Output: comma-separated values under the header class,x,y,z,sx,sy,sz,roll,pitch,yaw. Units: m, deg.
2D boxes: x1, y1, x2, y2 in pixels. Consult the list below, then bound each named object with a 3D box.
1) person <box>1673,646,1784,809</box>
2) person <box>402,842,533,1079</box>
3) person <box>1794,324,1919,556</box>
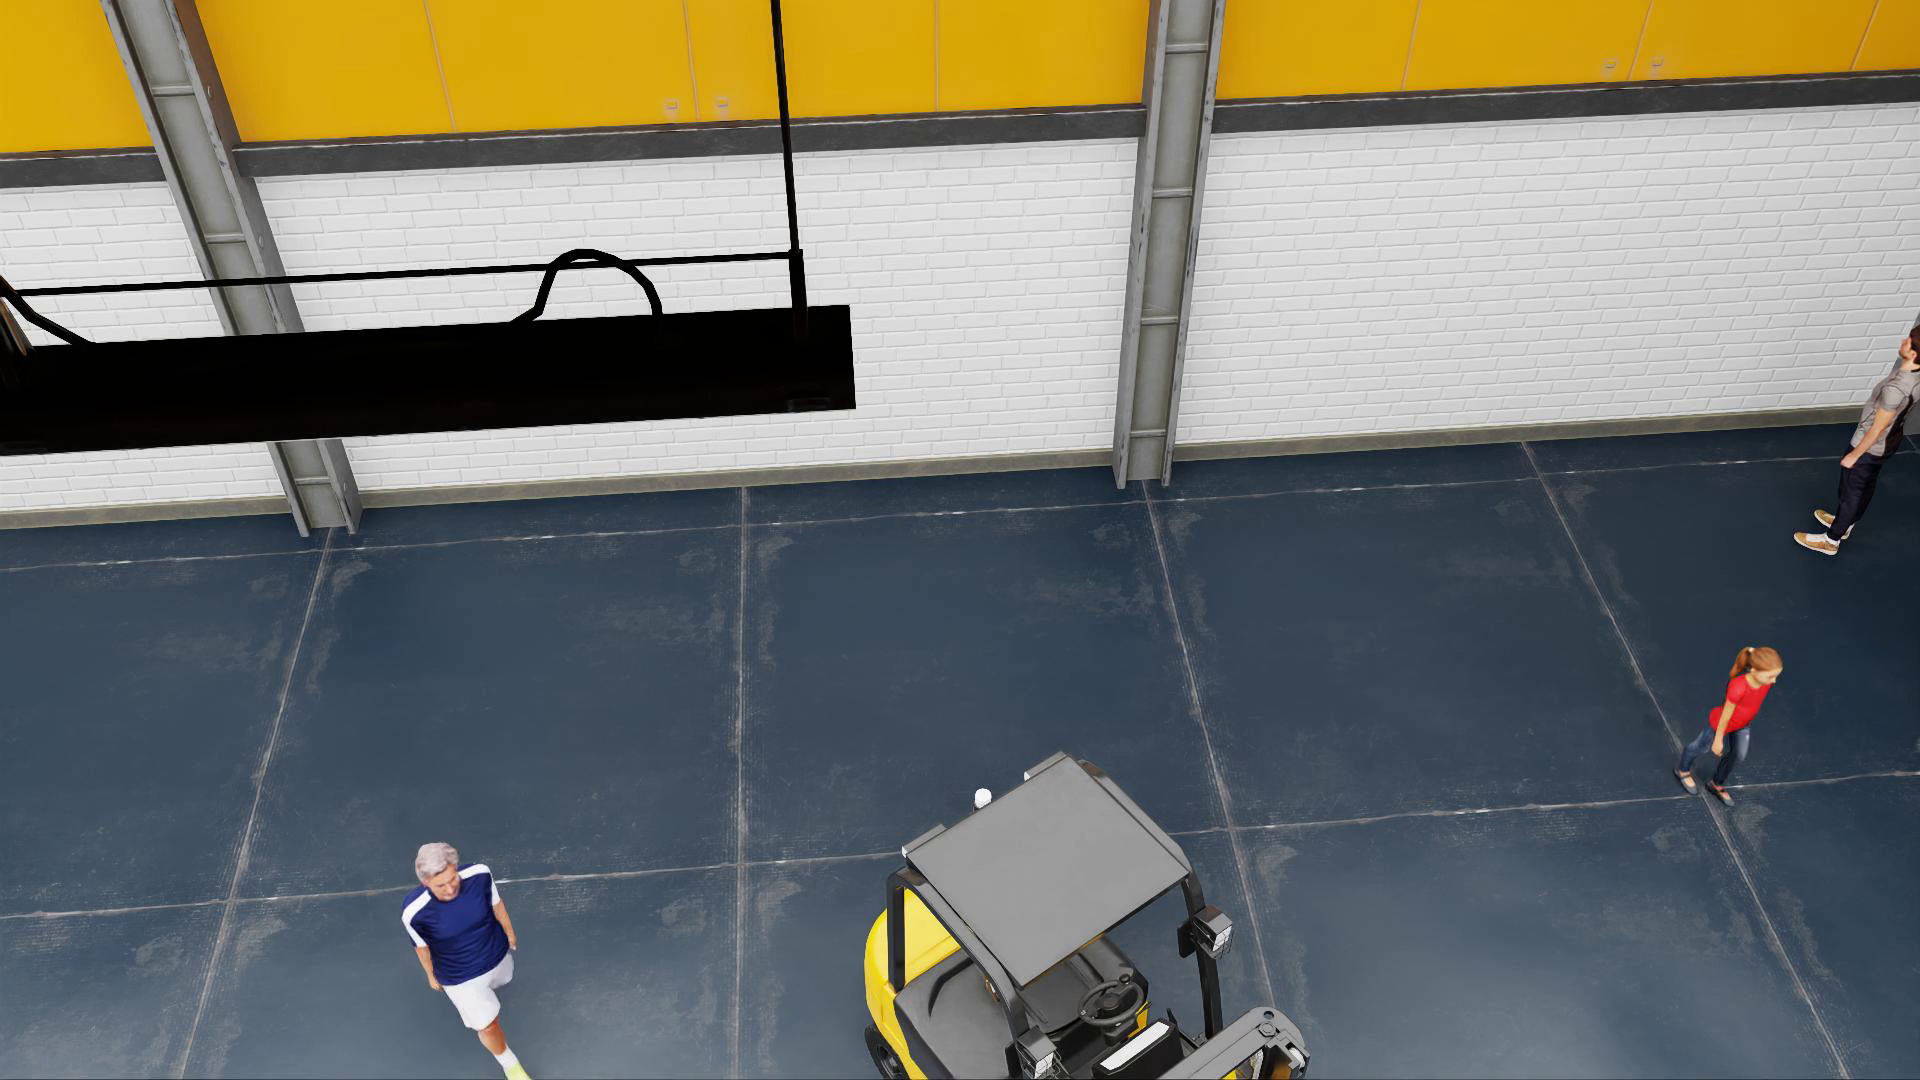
class,x,y,z,sx,sy,sz,roll,pitch,yaw
person,4.585,1.052,10.020,0.590,1.296,0.630,-12,45,-13
person,-2.550,2.092,8.554,1.146,1.813,1.125,-32,52,-29
person,6.284,-0.686,11.410,0.706,1.897,0.797,-32,52,-29
